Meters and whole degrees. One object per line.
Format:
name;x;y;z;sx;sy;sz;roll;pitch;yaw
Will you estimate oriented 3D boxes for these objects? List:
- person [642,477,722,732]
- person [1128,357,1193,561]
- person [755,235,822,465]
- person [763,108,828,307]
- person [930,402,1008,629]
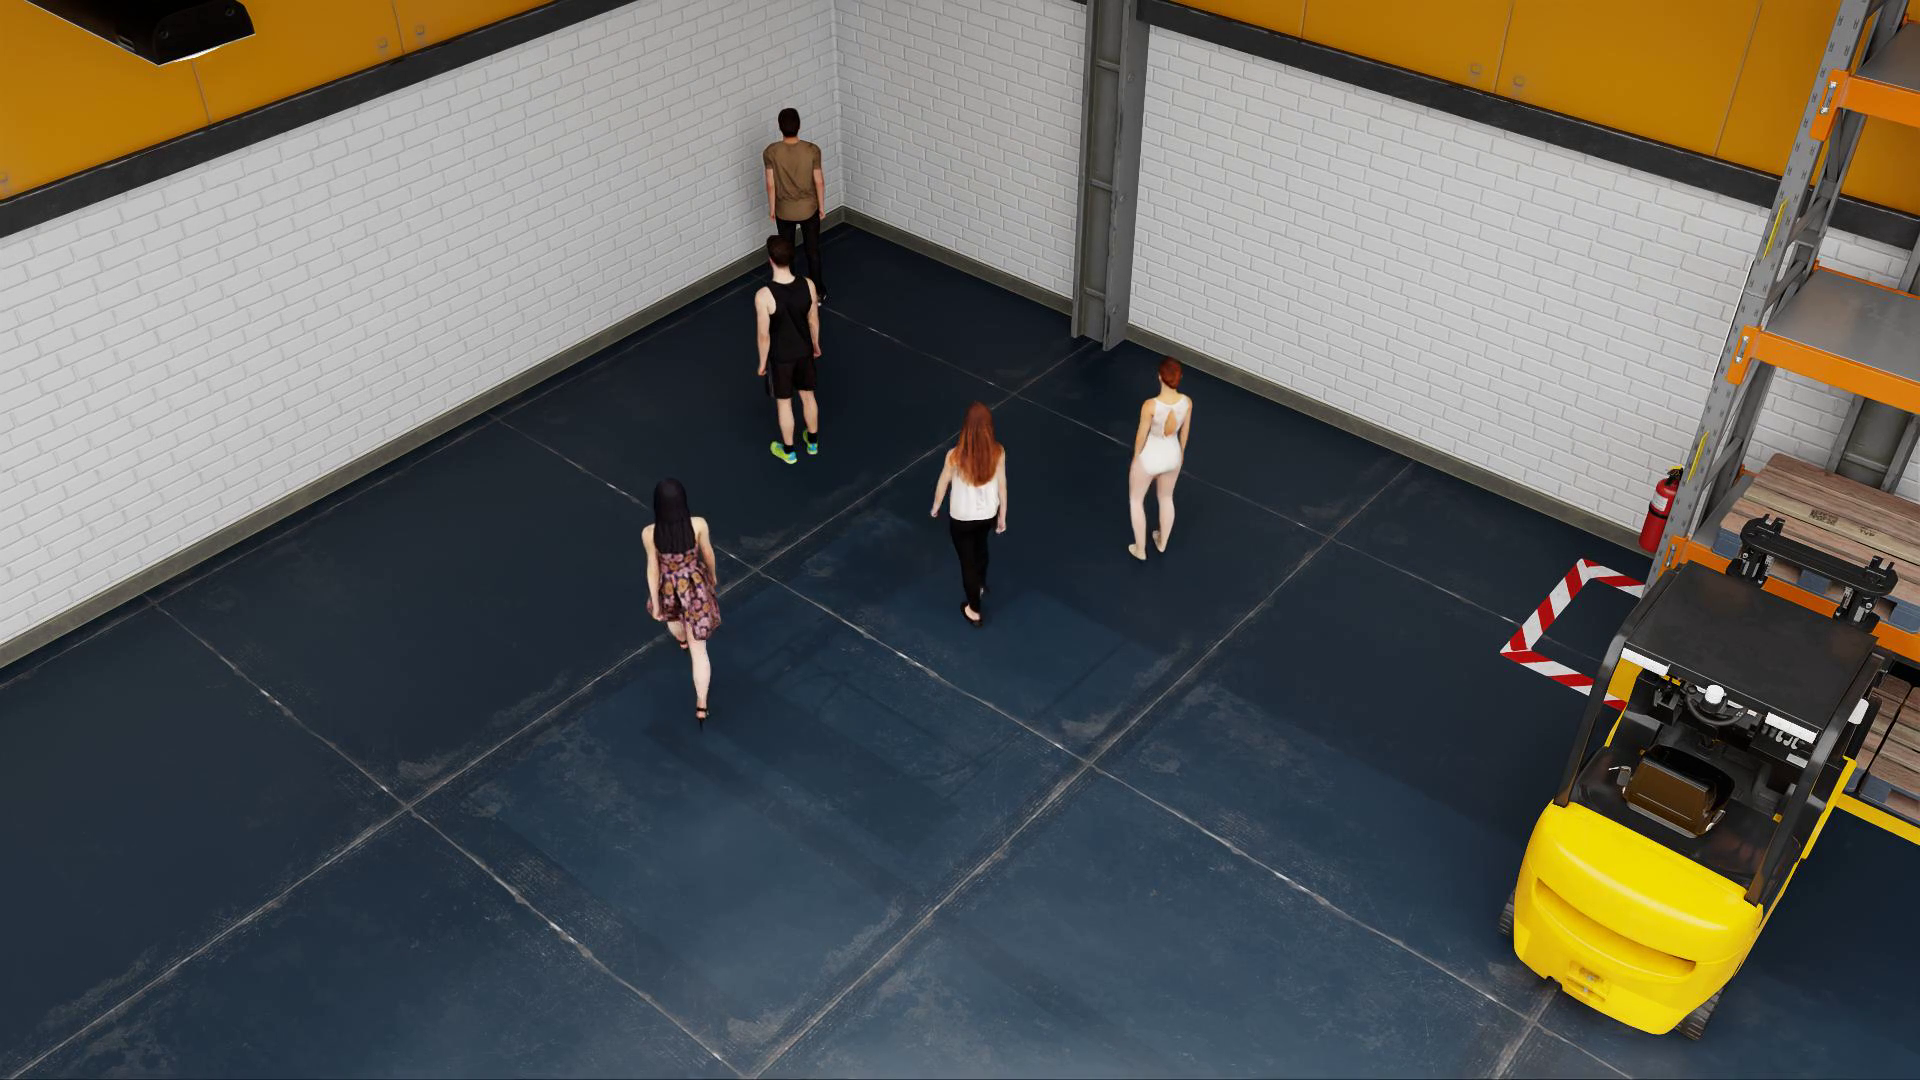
person;-1.709;0.429;10.412;1.067;1.714;1.237;-9;40;-11
person;1.395;-0.547;11.693;0.653;1.640;0.665;-13;40;-16
person;-1.295;-1.431;12.598;0.752;1.891;0.686;-21;43;-24
person;-1.419;-2.878;14.444;0.740;1.850;0.800;-3;39;-4
person;0.127;-0.108;11.093;0.765;1.704;0.834;-14;41;-17
